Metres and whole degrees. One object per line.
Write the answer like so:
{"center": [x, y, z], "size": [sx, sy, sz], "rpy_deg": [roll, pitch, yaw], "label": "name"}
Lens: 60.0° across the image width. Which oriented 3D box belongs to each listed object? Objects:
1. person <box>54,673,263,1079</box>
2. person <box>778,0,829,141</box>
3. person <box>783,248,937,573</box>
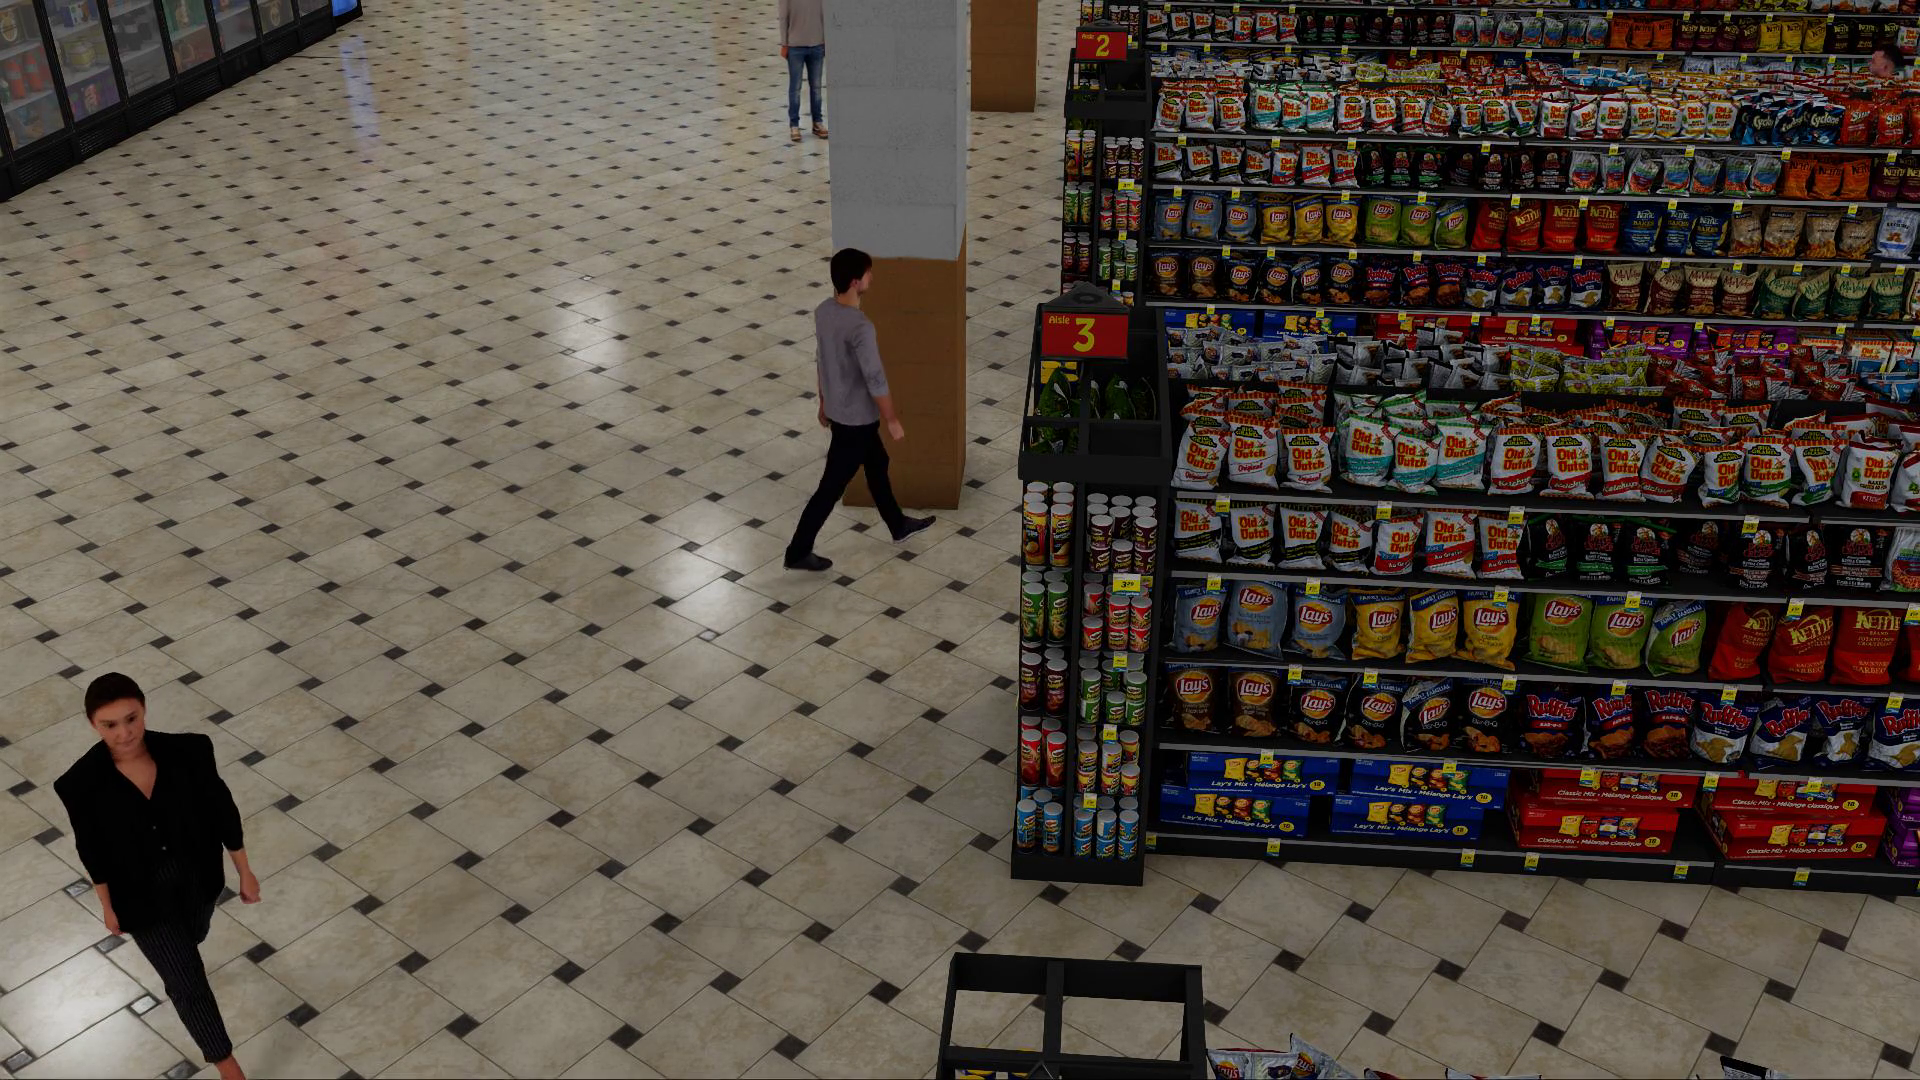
{"center": [-2.754, 1.153, 5.752], "size": [1.069, 1.668, 1.128], "rpy_deg": [-21, 35, -33], "label": "person"}
{"center": [-1.582, -5.026, 16.829], "size": [0.695, 1.898, 0.800], "rpy_deg": [-14, 32, -25], "label": "person"}
{"center": [-0.666, -0.626, 8.880], "size": [1.286, 1.793, 1.055], "rpy_deg": [-13, 31, -22], "label": "person"}
